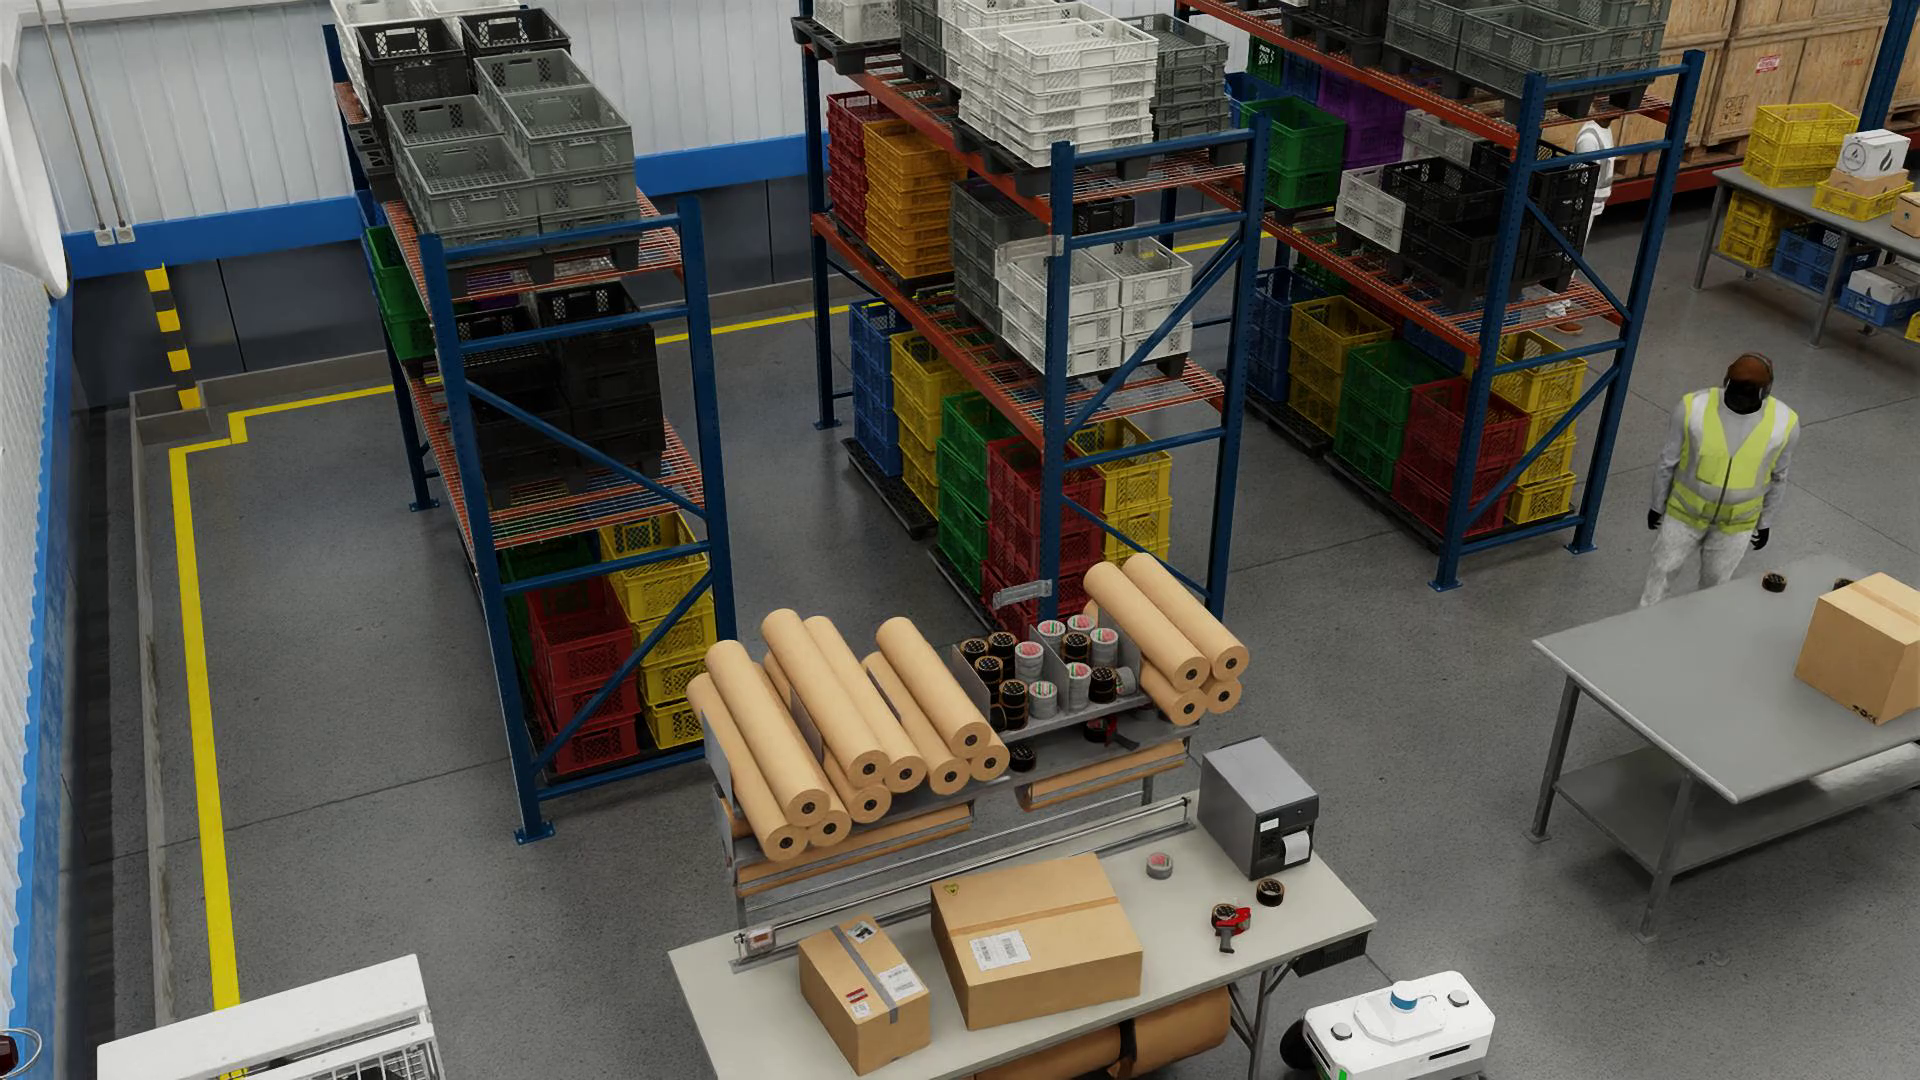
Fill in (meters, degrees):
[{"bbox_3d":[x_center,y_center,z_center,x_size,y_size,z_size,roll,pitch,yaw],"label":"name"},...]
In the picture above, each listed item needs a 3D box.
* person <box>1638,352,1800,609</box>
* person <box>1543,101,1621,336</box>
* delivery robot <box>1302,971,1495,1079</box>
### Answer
[{"bbox_3d":[3.923,-0.138,8.683,0.626,1.840,0.430,11,33,17],"label":"person"},{"bbox_3d":[4.680,-2.484,12.451,0.353,1.884,0.577,14,34,22],"label":"person"},{"bbox_3d":[1.702,1.921,6.469,0.707,0.478,0.477,-10,33,-16],"label":"delivery robot"}]
